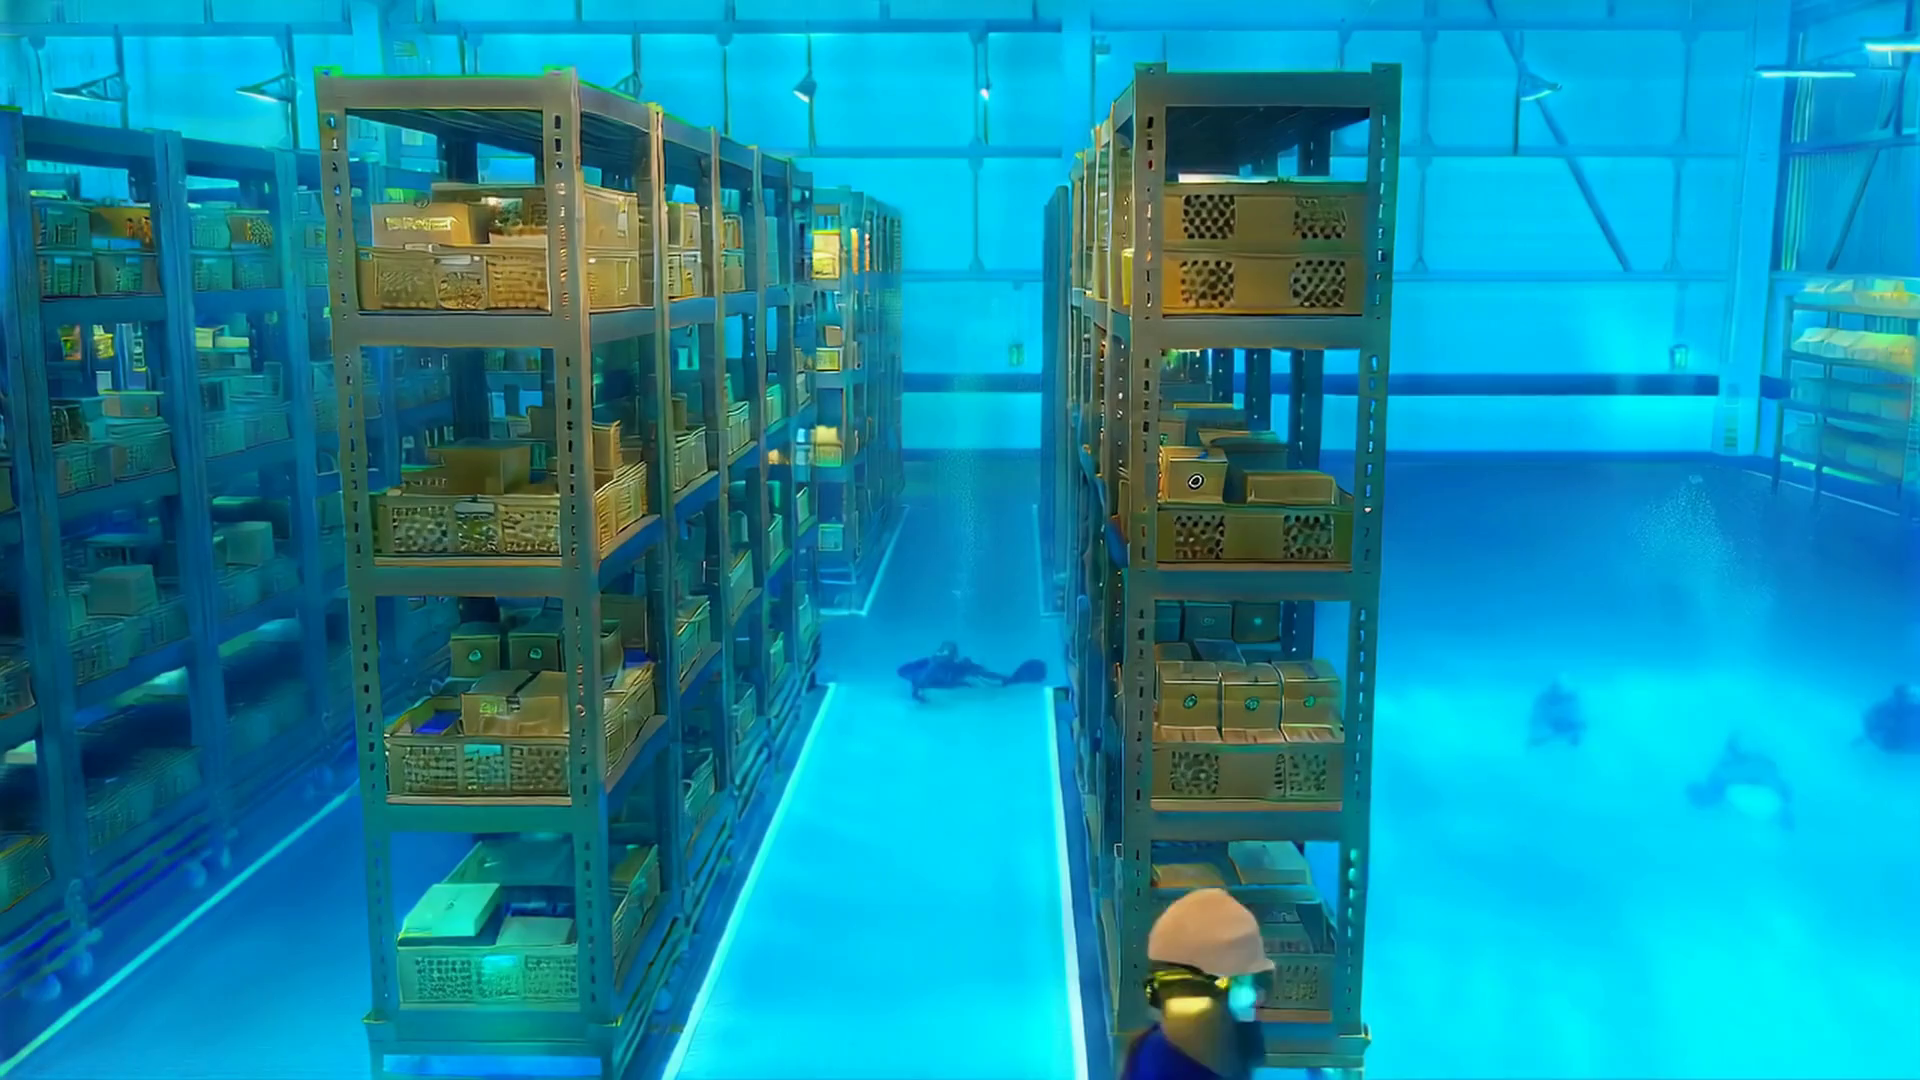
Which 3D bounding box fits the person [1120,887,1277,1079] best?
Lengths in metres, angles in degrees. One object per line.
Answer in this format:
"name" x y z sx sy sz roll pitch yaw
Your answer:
"person" 0.601 1.591 3.280 0.639 1.789 0.615 1 10 4
